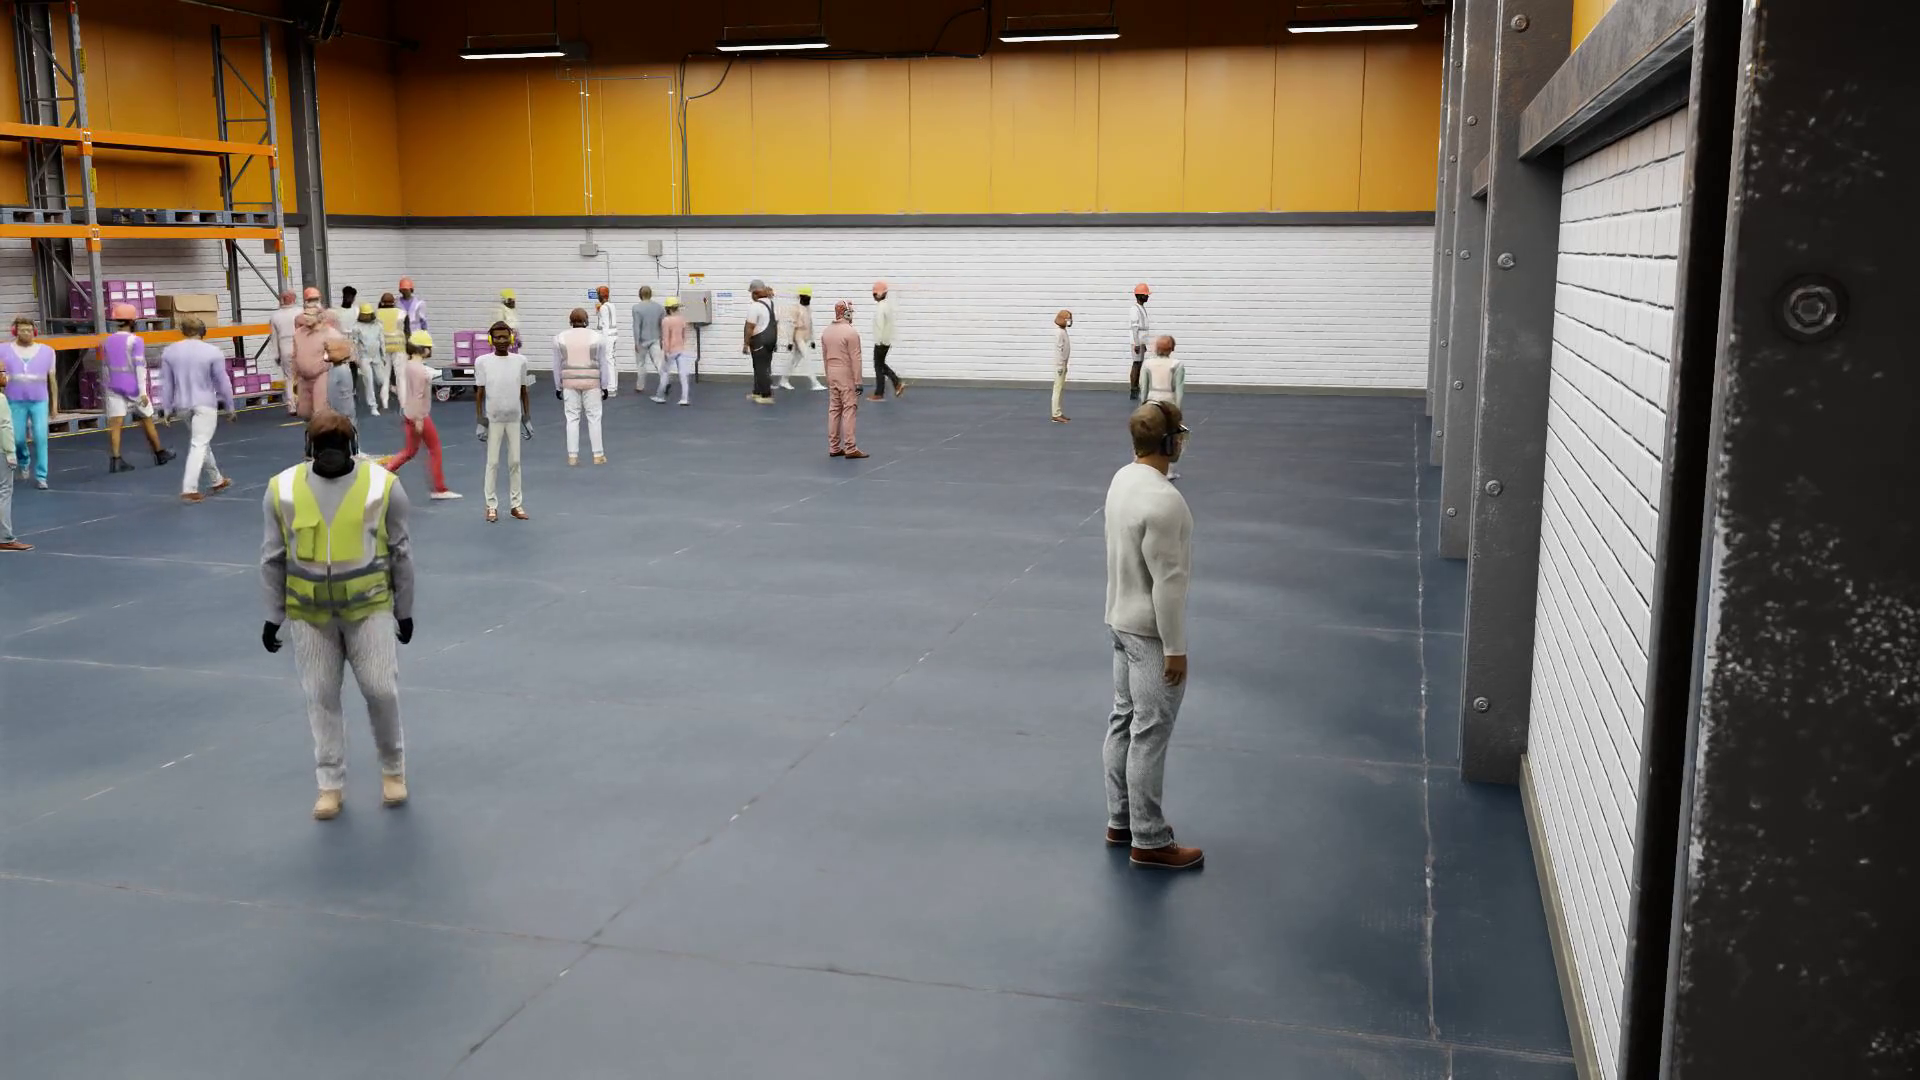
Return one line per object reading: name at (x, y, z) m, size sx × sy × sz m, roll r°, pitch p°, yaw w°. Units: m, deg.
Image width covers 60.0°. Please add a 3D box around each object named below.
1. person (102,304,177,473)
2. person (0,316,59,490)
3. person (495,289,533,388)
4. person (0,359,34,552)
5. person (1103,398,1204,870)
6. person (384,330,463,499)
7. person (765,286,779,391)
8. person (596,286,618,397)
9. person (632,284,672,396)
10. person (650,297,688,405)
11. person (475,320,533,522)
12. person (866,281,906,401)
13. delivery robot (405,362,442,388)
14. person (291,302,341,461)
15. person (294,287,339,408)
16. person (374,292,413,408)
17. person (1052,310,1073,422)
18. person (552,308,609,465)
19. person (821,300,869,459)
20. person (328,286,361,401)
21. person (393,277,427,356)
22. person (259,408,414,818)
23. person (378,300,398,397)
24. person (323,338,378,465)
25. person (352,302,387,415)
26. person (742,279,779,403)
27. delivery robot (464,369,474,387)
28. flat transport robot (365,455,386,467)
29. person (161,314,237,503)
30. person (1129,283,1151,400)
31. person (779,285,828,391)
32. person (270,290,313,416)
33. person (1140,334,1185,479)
person at (-9.454, -1.745, 19.050) m, size 0.569 × 1.888 × 0.957 m, roll 2°, pitch 10°, yaw 12°
person at (-9.825, -1.454, 17.553) m, size 0.578 × 1.830 × 0.516 m, roll -6°, pitch 12°, yaw -29°
person at (-8.211, -3.654, 30.152) m, size 0.897 × 1.804 × 0.598 m, roll 2°, pitch 10°, yaw 12°
person at (-8.076, -0.719, 13.970) m, size 0.508 × 1.632 × 0.271 m, roll 8°, pitch 13°, yaw 37°
person at (0.788, 0.384, 6.866) m, size 0.372 × 1.940 × 0.629 m, roll -3°, pitch 10°, yaw -14°
person at (-5.500, -1.241, 16.670) m, size 0.816 × 1.731 × 0.524 m, roll -6°, pitch 12°, yaw -30°
person at (-3.418, -3.557, 29.445) m, size 0.347 × 1.847 × 0.505 m, roll 4°, pitch 11°, yaw 23°
person at (-6.021, -3.385, 28.360) m, size 0.355 × 1.886 × 0.572 m, roll 0°, pitch 10°, yaw 3°
person at (-5.304, -3.426, 28.554) m, size 0.638 × 1.911 × 0.921 m, roll -9°, pitch 13°, yaw -41°
person at (-4.683, -3.045, 26.856) m, size 0.862 × 1.722 × 0.542 m, roll 8°, pitch 13°, yaw 38°
person at (-4.241, -1.106, 15.499) m, size 0.513 × 1.871 × 0.329 m, roll -6°, pitch 11°, yaw -29°
person at (-1.253, -3.270, 27.423) m, size 0.540 × 1.983 × 0.634 m, roll 2°, pitch 10°, yaw 14°
delivery robot at (-9.242, -2.822, 28.671) m, size 0.707 × 0.478 × 0.477 m, roll -5°, pitch 11°, yaw -24°
person at (-7.720, -1.910, 19.989) m, size 0.662 × 1.886 × 0.650 m, roll 3°, pitch 11°, yaw 18°
person at (-9.285, -2.676, 24.099) m, size 0.630 × 1.969 × 0.618 m, roll -4°, pitch 11°, yaw -21°
person at (-8.975, -2.988, 26.256) m, size 0.637 × 1.835 × 0.428 m, roll -2°, pitch 10°, yaw -10°
person at (1.491, -2.539, 24.281) m, size 0.287 × 1.631 × 0.501 m, roll 2°, pitch 10°, yaw 11°
person at (-4.431, -1.797, 19.495) m, size 0.634 × 1.839 × 0.429 m, roll -1°, pitch 10°, yaw -7°
person at (-1.381, -1.938, 20.103) m, size 0.409 × 1.909 × 0.643 m, roll -9°, pitch 14°, yaw -42°
person at (-10.264, -3.290, 27.779) m, size 0.612 × 1.911 × 1.017 m, roll -6°, pitch 11°, yaw -29°
person at (-9.735, -3.635, 29.412) m, size 0.617 × 2.018 × 0.536 m, roll -2°, pitch 10°, yaw -13°
person at (-2.804, 0.319, 7.520) m, size 0.645 × 1.841 × 0.436 m, roll -2°, pitch 10°, yaw -10°
person at (-9.555, -3.171, 27.698) m, size 0.551 × 1.685 × 0.386 m, roll -2°, pitch 10°, yaw -9°
person at (-6.290, -1.268, 17.109) m, size 0.490 × 1.625 × 0.498 m, roll -8°, pitch 13°, yaw -37°
person at (-9.005, -2.761, 25.308) m, size 0.497 × 1.720 × 0.524 m, roll -9°, pitch 13°, yaw -42°
person at (-3.359, -3.251, 27.158) m, size 0.768 × 2.000 × 0.712 m, roll 5°, pitch 11°, yaw 25°
delivery robot at (-8.556, -2.868, 28.931) m, size 0.707 × 0.478 × 0.477 m, roll -7°, pitch 12°, yaw -33°
flat transport robot at (-6.662, -0.761, 18.065) m, size 0.652 × 0.197 × 1.431 m, roll 0°, pitch 10°, yaw -1°
person at (-7.662, -1.332, 16.763) m, size 0.648 × 1.881 × 1.066 m, roll 1°, pitch 10°, yaw 7°
person at (3.015, -3.315, 27.812) m, size 0.354 × 1.939 × 0.544 m, roll 3°, pitch 10°, yaw 17°
person at (-2.823, -3.586, 29.574) m, size 1.007 × 1.869 × 0.587 m, roll 3°, pitch 11°, yaw 19°
person at (-10.025, -2.814, 25.082) m, size 0.694 × 1.898 × 0.438 m, roll 0°, pitch 10°, yaw -1°
person at (2.157, -1.419, 18.026) m, size 0.525 × 1.613 × 0.770 m, roll 6°, pitch 12°, yaw 29°
